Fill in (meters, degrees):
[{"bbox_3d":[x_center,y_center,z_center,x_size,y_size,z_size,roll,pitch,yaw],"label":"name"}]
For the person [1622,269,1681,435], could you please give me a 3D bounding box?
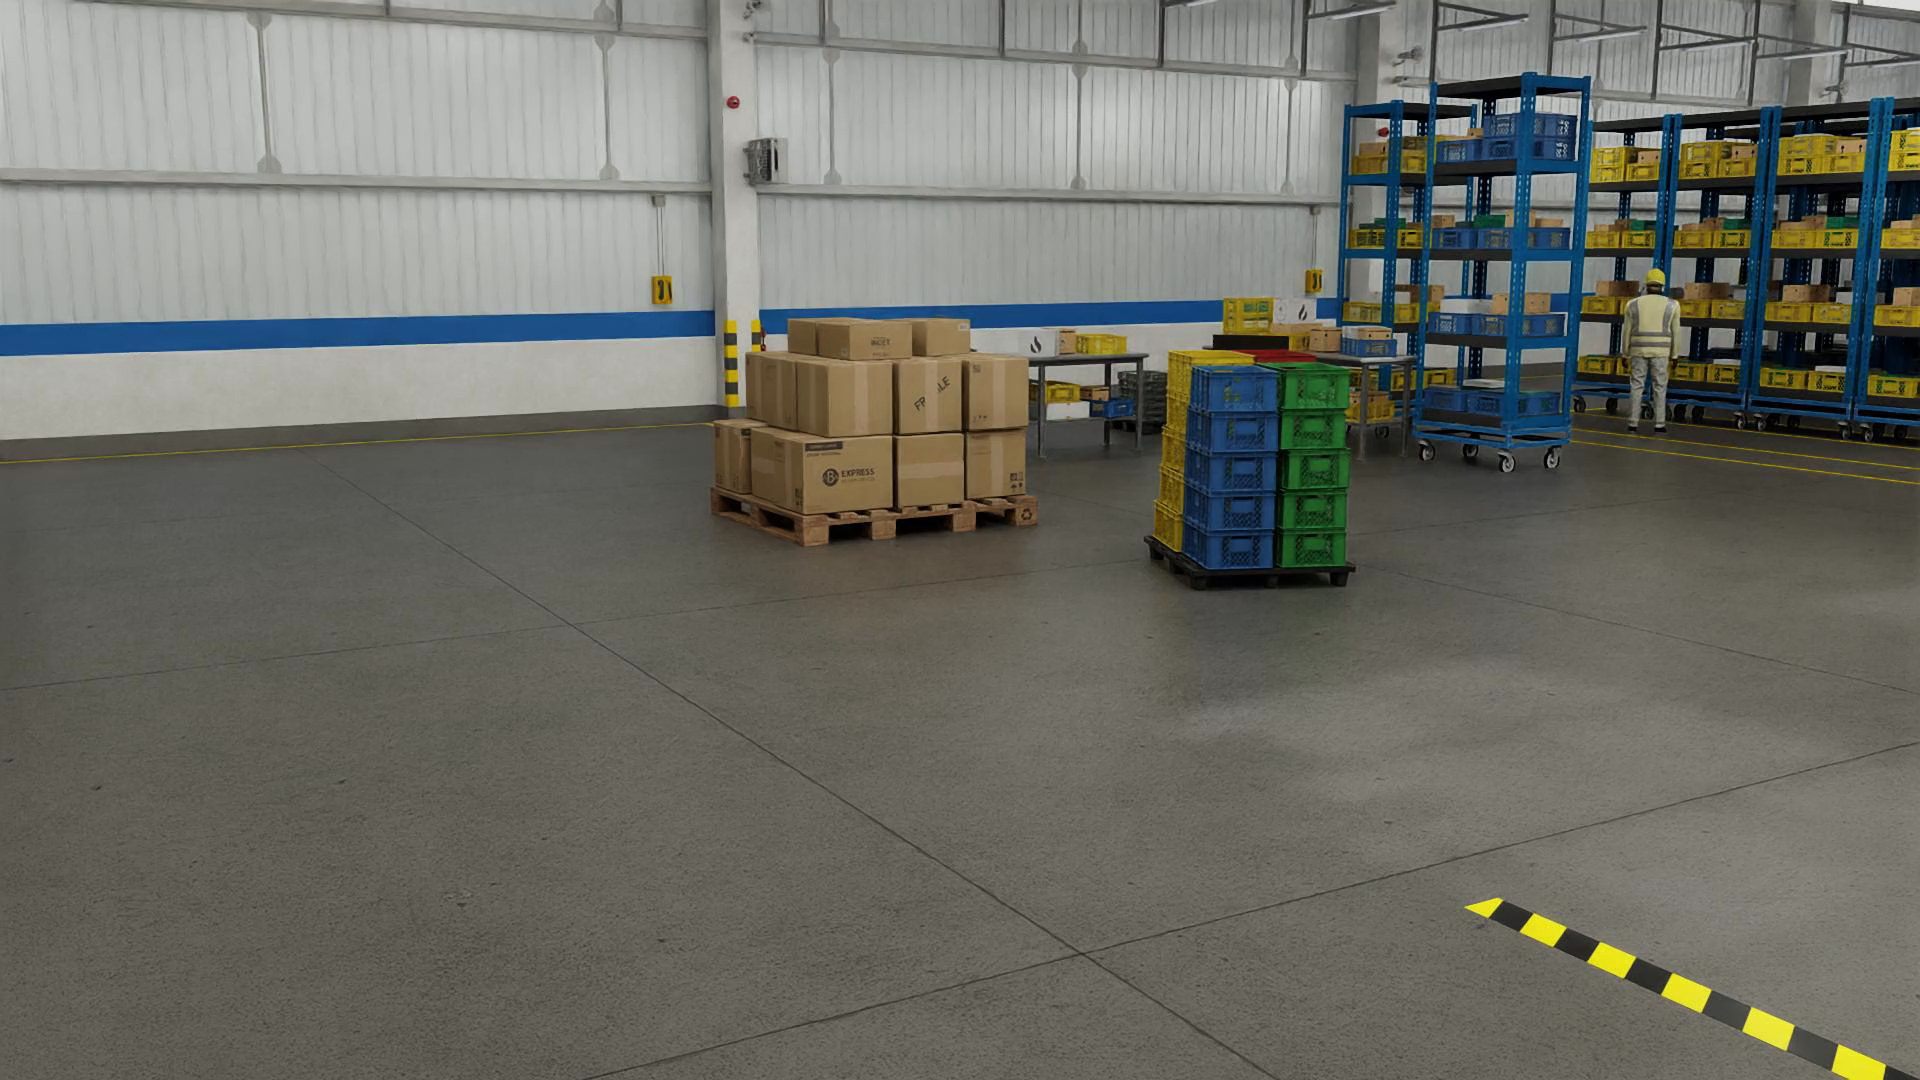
[{"bbox_3d":[7.626,-2.070,18.367,0.602,1.827,0.404,5,11,26],"label":"person"}]
